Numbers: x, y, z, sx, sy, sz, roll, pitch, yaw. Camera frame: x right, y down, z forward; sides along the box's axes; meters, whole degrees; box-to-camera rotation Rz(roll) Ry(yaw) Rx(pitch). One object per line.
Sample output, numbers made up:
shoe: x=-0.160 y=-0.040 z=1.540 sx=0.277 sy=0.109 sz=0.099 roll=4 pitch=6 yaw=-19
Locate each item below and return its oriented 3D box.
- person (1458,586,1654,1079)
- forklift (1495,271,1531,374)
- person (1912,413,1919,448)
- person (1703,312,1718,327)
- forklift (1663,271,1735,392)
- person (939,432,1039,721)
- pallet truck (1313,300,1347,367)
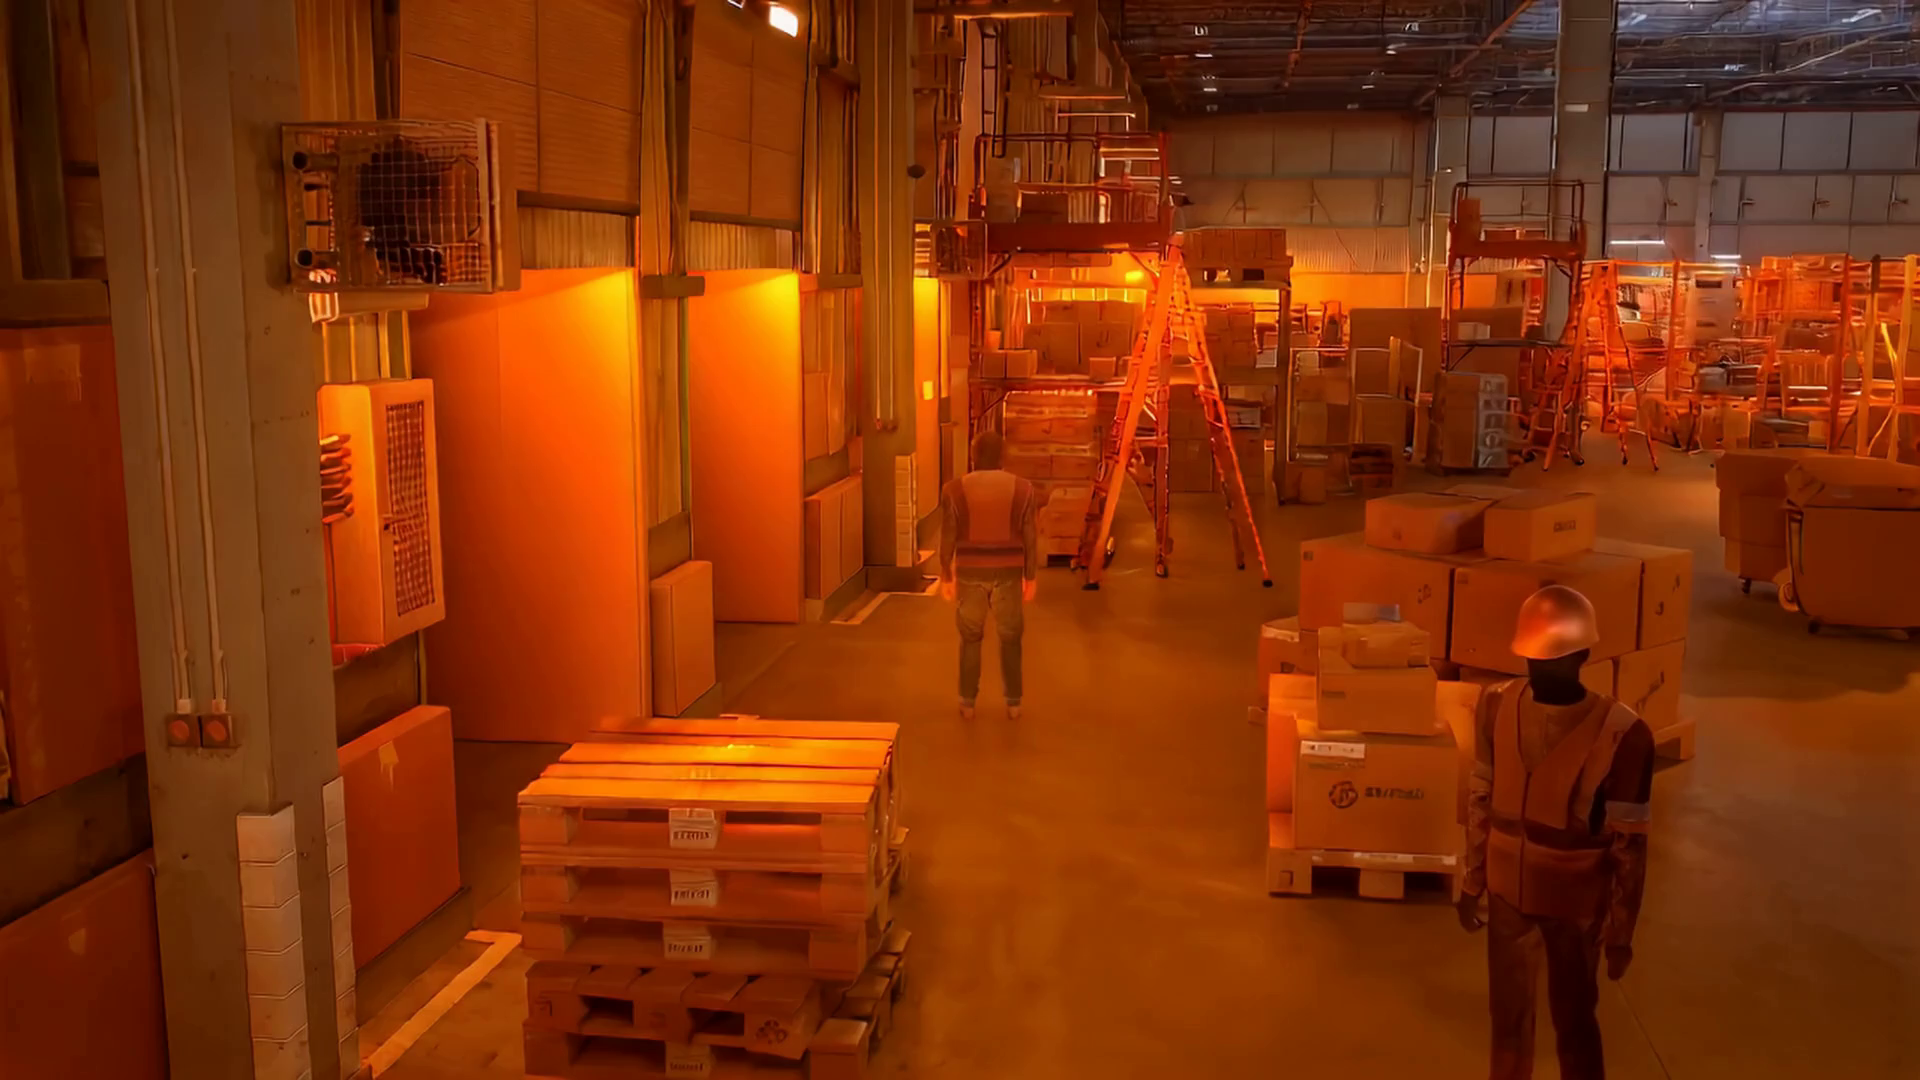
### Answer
person: x=1.790 y=1.079 z=5.088 sx=0.389 sy=1.918 sz=0.585 roll=-7 pitch=12 yaw=-37
forklift: x=14.916 y=-5.941 z=45.409 sx=1.873 sy=2.768 sz=1.129 roll=-2 pitch=9 yaw=-10
person: x=15.547 y=-2.336 z=26.701 sx=0.321 sy=1.736 sz=0.485 roll=4 pitch=10 yaw=26
person: x=21.252 y=-5.606 z=47.017 sx=0.554 sy=1.672 sz=0.601 roll=2 pitch=9 yaw=12
forklift: x=17.136 y=-4.766 z=38.159 sx=1.873 sy=2.768 sz=1.129 roll=-8 pitch=12 yaw=-41
person: x=0.180 y=0.233 z=10.522 sx=0.634 sy=1.842 sz=0.429 roll=0 pitch=9 yaw=-3
pallet truck: x=11.159 y=-6.200 z=49.718 sx=0.823 sy=1.965 sz=1.885 roll=4 pitch=10 yaw=26
